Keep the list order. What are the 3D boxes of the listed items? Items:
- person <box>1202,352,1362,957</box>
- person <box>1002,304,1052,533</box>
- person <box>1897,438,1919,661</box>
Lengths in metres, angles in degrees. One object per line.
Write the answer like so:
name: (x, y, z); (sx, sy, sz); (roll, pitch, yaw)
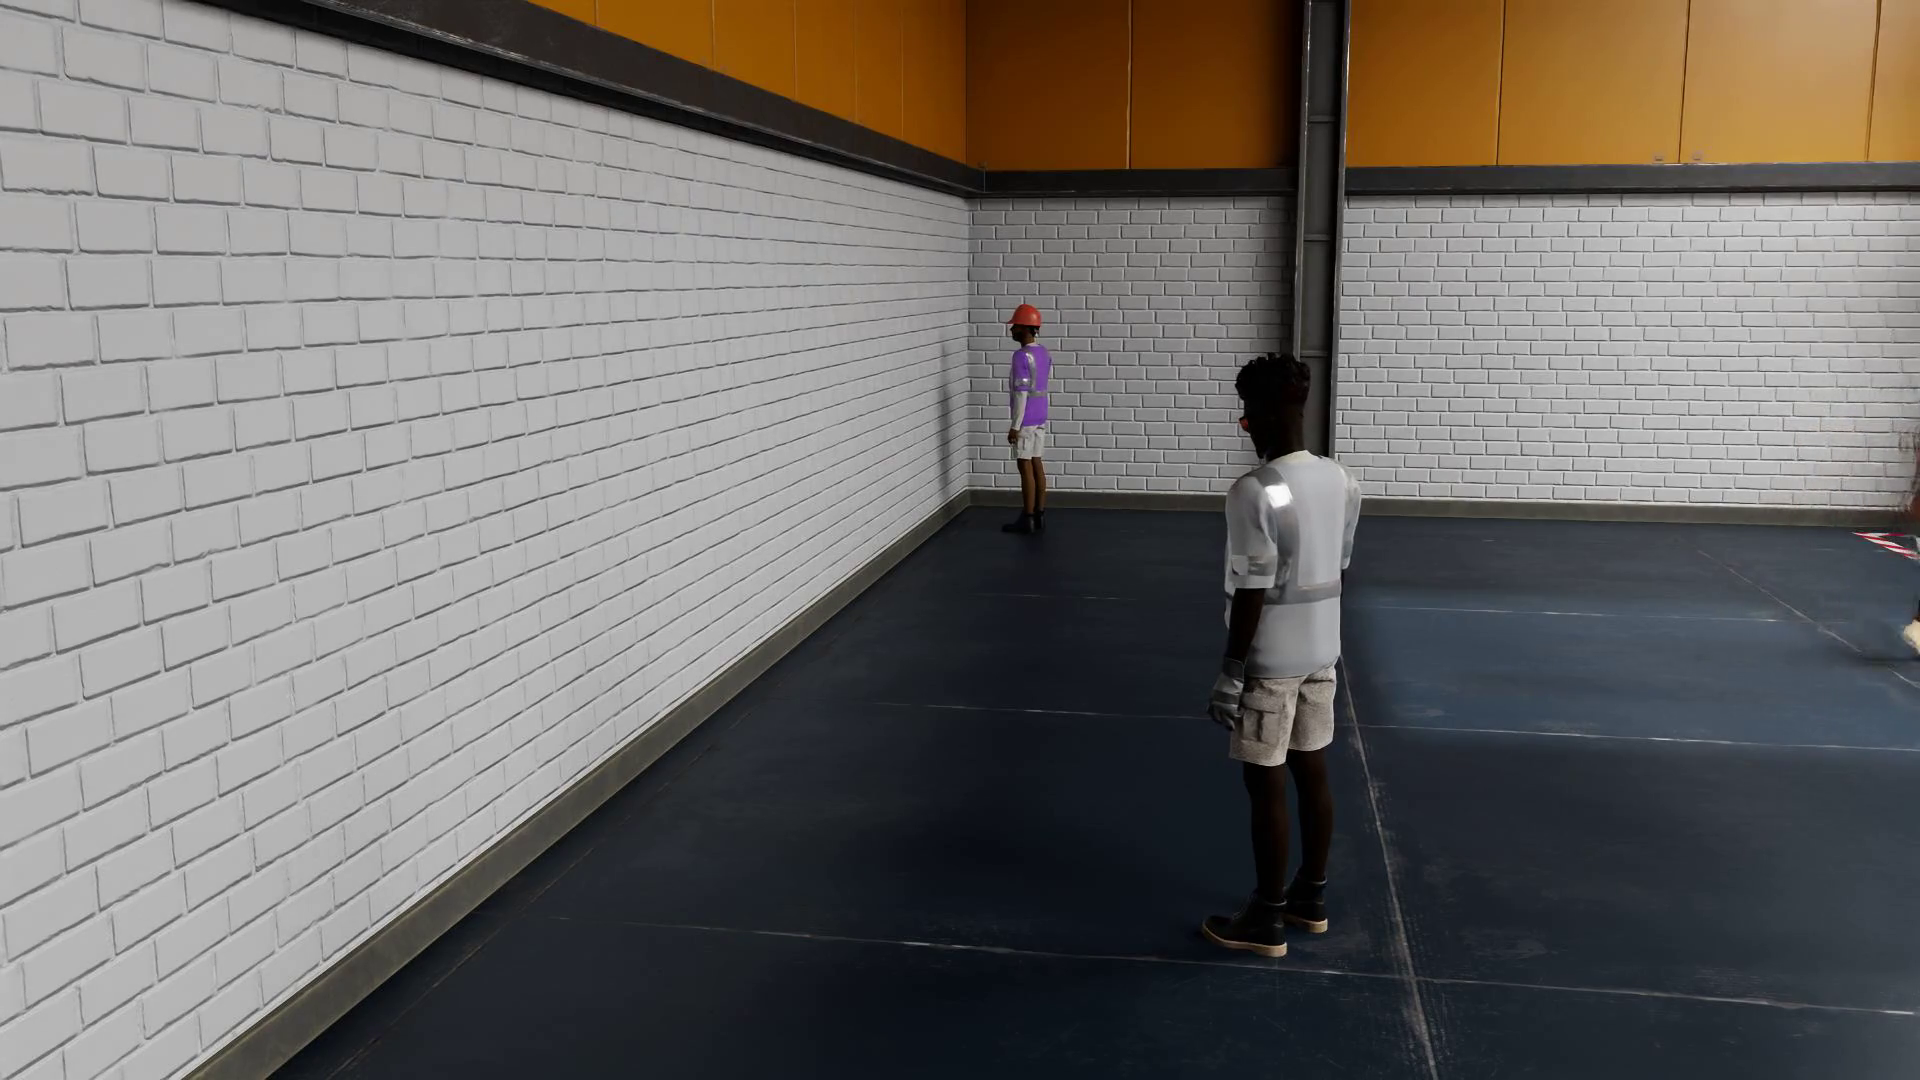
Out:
person: (1.038, 0.372, 5.430); (0.603, 1.959, 0.374); (-9, 13, -44)
person: (0.564, -1.029, 14.172); (0.344, 1.942, 0.548); (4, 10, 26)
person: (5.536, -0.116, 9.316); (0.370, 1.685, 0.535); (0, 9, 2)
